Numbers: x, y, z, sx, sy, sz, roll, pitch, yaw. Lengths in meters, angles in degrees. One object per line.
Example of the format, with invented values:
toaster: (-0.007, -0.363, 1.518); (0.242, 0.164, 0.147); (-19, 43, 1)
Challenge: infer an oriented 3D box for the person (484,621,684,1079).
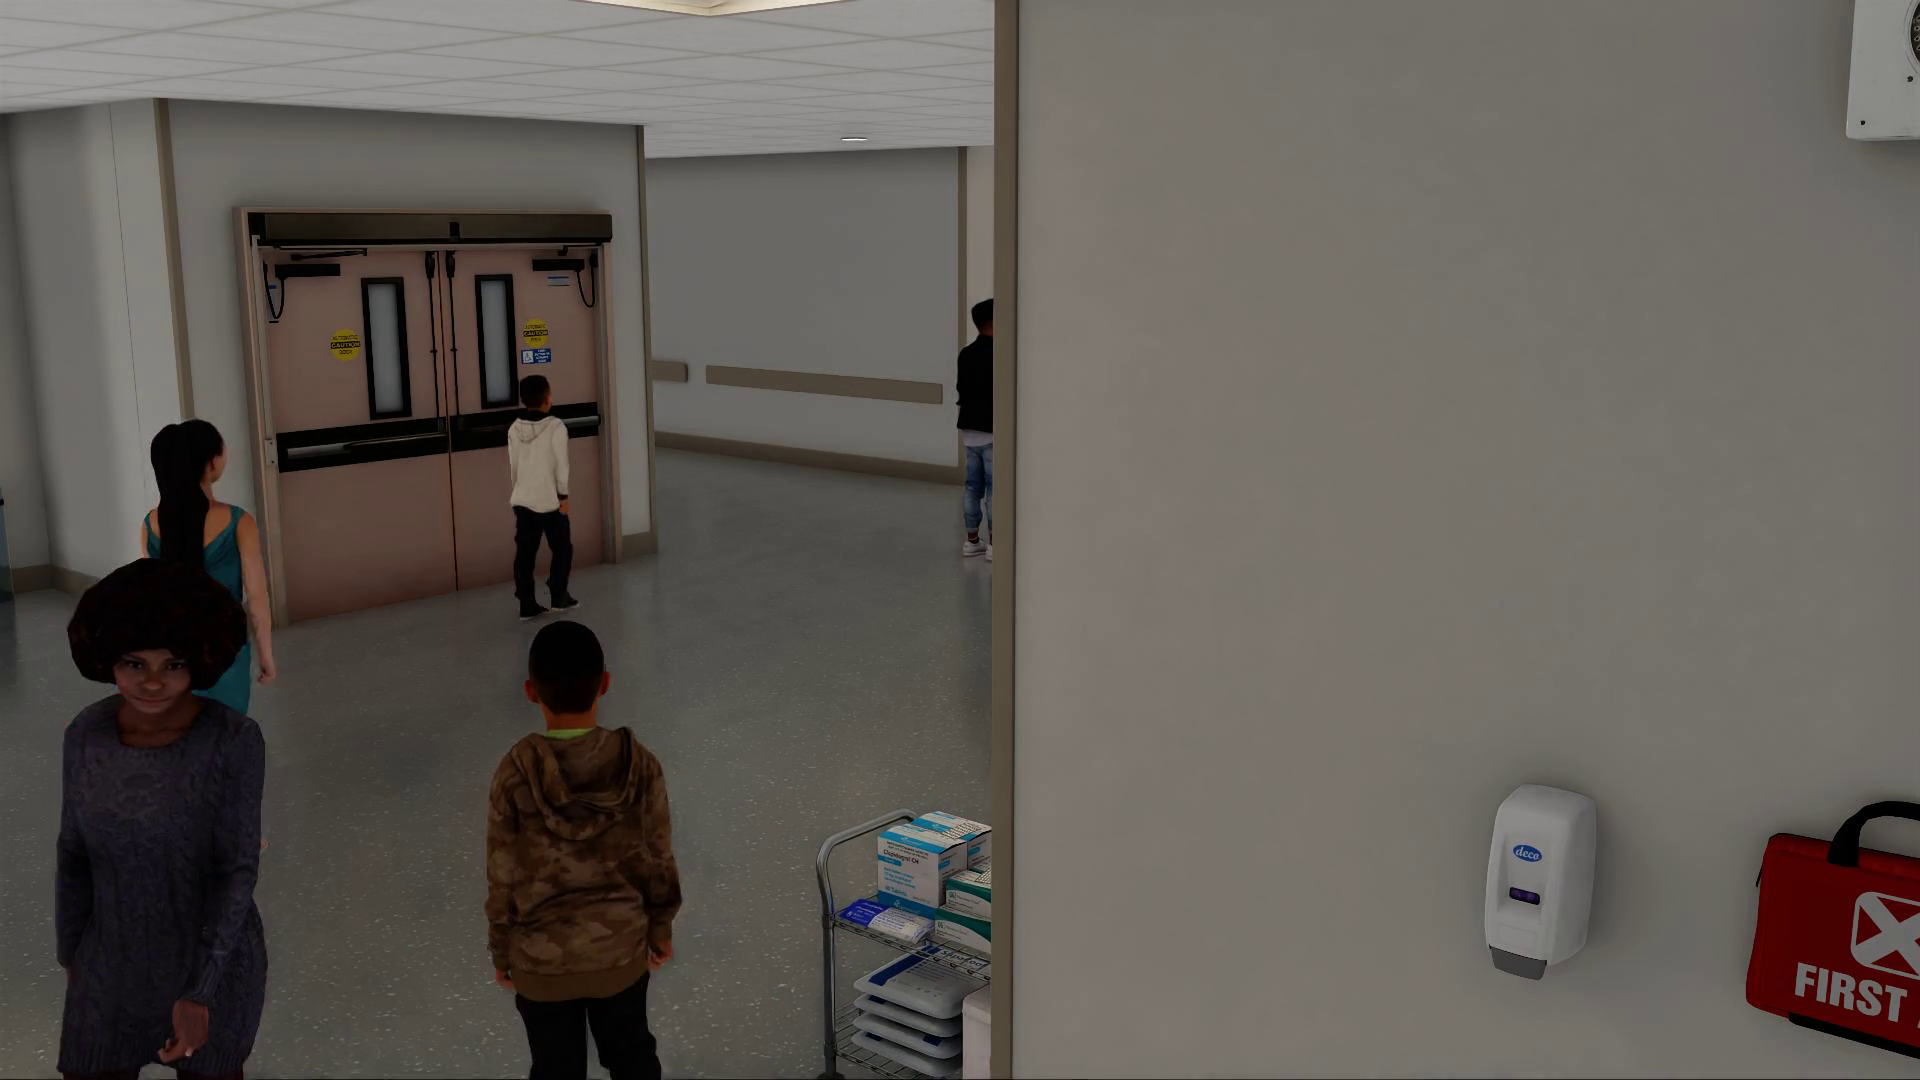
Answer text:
person: (-0.835, 0.917, 3.707); (0.729, 1.444, 0.780); (-5, 12, -23)

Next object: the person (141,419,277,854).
person: (-2.538, 0.473, 5.506); (1.033, 1.645, 1.130); (-1, 11, -6)

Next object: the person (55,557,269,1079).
person: (-1.553, 0.855, 3.398); (0.879, 1.681, 0.950); (1, 11, 3)

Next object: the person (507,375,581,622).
person: (-2.514, -0.227, 9.762); (0.727, 1.434, 0.769); (3, 11, 18)
